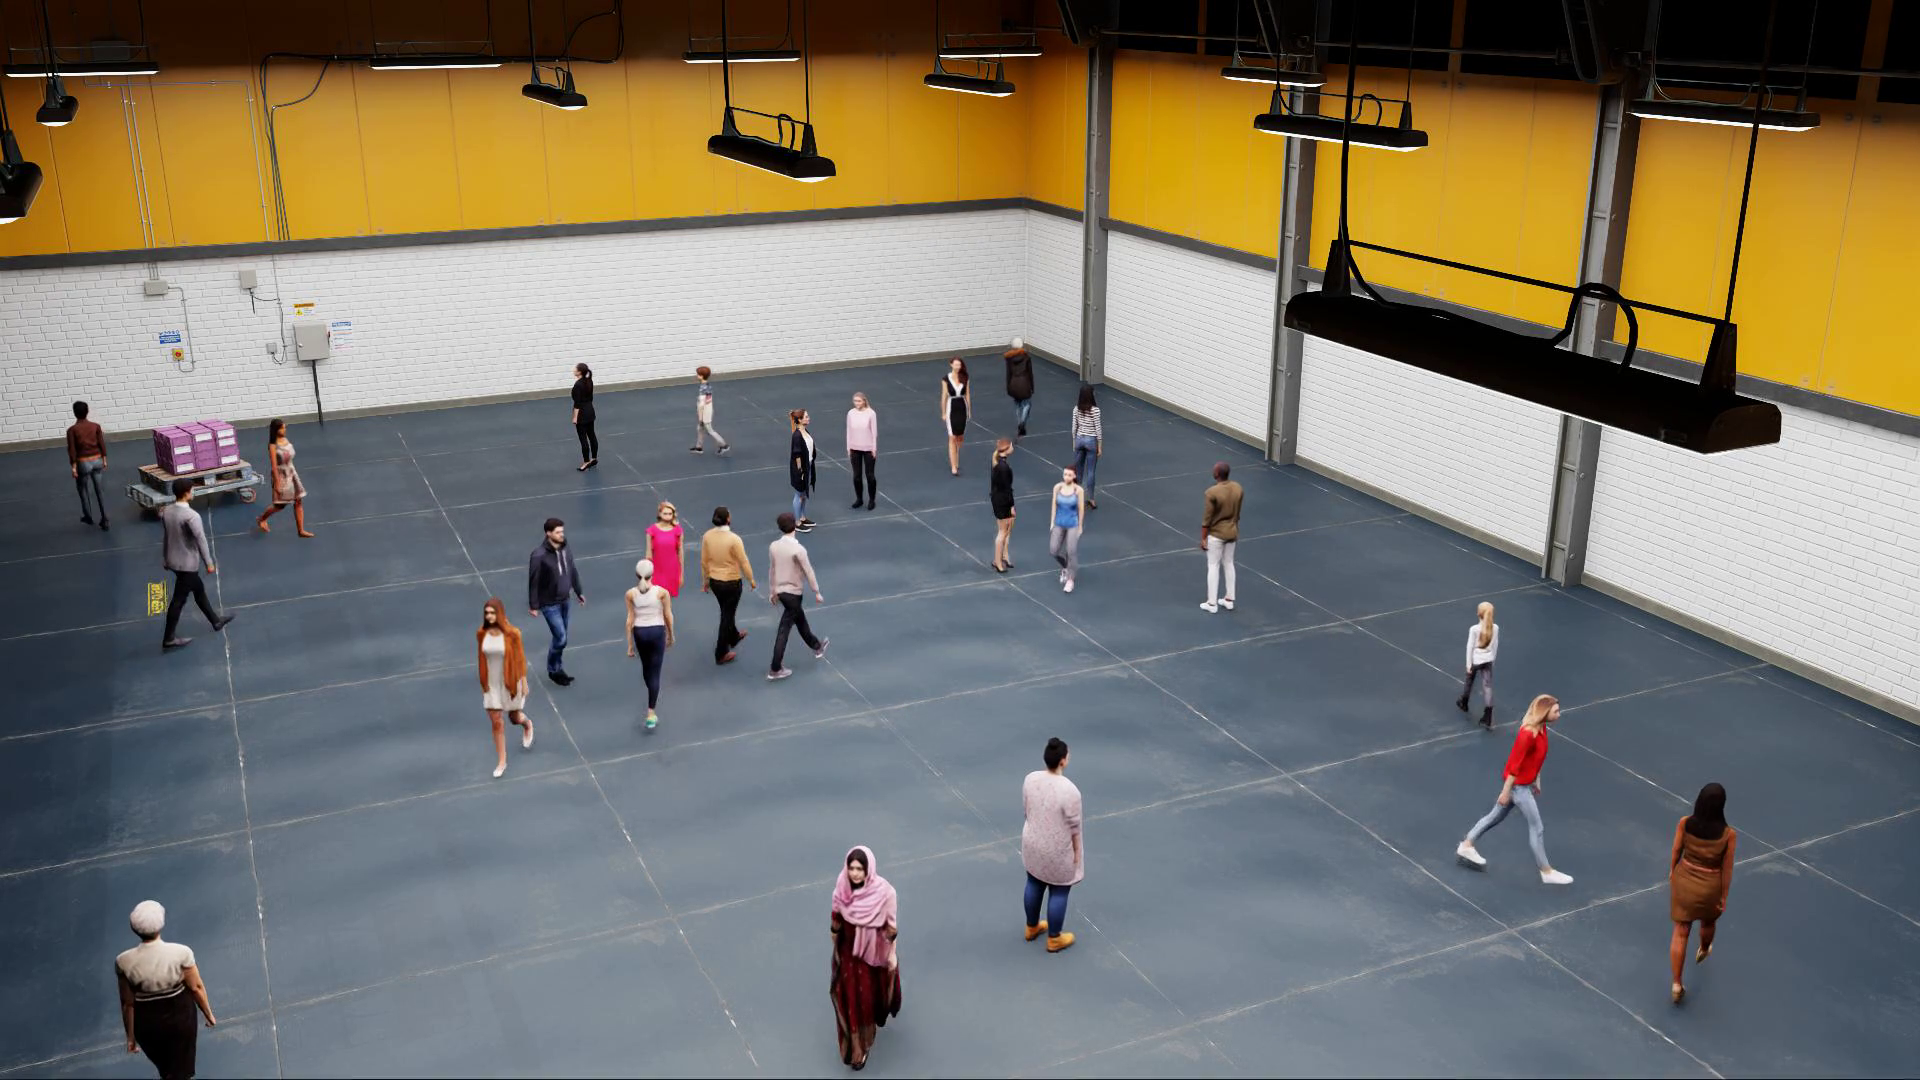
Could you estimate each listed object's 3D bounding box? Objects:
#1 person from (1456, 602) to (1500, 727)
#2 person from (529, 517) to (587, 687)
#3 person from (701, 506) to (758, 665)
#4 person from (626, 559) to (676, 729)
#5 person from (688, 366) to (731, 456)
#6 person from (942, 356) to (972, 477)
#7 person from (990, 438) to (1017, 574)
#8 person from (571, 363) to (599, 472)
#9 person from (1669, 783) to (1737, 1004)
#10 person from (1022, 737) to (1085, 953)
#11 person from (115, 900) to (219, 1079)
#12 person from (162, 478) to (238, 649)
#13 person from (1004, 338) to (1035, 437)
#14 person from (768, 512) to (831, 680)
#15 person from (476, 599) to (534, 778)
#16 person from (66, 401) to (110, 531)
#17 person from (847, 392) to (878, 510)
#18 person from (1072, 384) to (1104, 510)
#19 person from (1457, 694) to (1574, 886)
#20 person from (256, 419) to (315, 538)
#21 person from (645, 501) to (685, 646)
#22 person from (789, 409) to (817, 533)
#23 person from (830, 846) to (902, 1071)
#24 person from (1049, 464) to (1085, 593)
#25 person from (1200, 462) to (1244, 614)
[{"bbox_3d":[5.237,1.257,16.623,0.717,1.251,0.972,-1,19,-4],"label":"person"},{"bbox_3d":[-4.338,0.626,17.527,0.849,1.871,0.823,9,21,25],"label":"person"},{"bbox_3d":[-2.594,0.518,18.073,1.053,1.727,1.046,11,21,29],"label":"person"},{"bbox_3d":[-3.086,1.055,16.587,0.958,1.657,1.225,0,19,0],"label":"person"},{"bbox_3d":[-3.932,-2.010,26.071,0.913,1.414,0.944,3,19,8],"label":"person"},{"bbox_3d":[-0.067,-1.903,25.151,0.617,1.797,0.718,-7,20,-20],"label":"person"},{"bbox_3d":[0.464,-0.427,20.837,0.691,1.754,0.534,-5,19,-14],"label":"person"},{"bbox_3d":[-5.715,-1.887,25.317,0.749,1.660,0.693,7,20,20],"label":"person"},{"bbox_3d":[5.320,2.585,12.050,1.047,1.652,0.989,12,22,32],"label":"person"},{"bbox_3d":[0.683,2.313,12.717,0.716,1.743,0.838,15,24,38],"label":"person"},{"bbox_3d":[-4.969,3.119,10.385,0.802,1.704,1.157,-4,19,-12],"label":"person"},{"bbox_3d":[-8.712,0.302,18.500,1.235,1.863,1.120,14,23,36],"label":"person"},{"bbox_3d":[0.964,-2.465,27.096,0.849,1.621,0.908,6,19,17],"label":"person"},{"bbox_3d":[-1.871,0.640,17.675,1.225,1.748,1.078,16,24,39],"label":"person"},{"bbox_3d":[-4.291,1.330,15.701,0.914,1.701,1.087,2,19,5],"label":"person"},{"bbox_3d":[-11.727,-0.983,22.477,0.945,1.761,0.838,17,25,40],"label":"person"},{"bbox_3d":[-1.369,-1.282,23.483,0.692,1.685,0.731,4,19,12],"label":"person"},{"bbox_3d":[1.777,-1.313,23.401,0.607,1.796,0.715,11,22,30],"label":"person"},{"bbox_3d":[4.528,2.034,13.707,1.253,1.640,1.072,12,22,31],"label":"person"},{"bbox_3d":[-9.078,-0.806,22.168,1.031,1.623,1.044,3,19,10],"label":"person"},{"bbox_3d":[-3.316,0.347,18.608,0.628,1.708,0.646,-5,19,-14],"label":"person"},{"bbox_3d":[-2.154,-0.960,22.535,0.777,1.680,0.697,5,19,13],"label":"person"},{"bbox_3d":[-0.639,2.811,11.428,0.858,1.621,0.965,1,19,4],"label":"person"},{"bbox_3d":[1.336,-0.174,20.323,0.732,1.602,0.795,9,21,25],"label":"person"},{"bbox_3d":[3.087,-0.045,19.597,0.719,1.821,0.565,-10,21,-26],"label":"person"}]
